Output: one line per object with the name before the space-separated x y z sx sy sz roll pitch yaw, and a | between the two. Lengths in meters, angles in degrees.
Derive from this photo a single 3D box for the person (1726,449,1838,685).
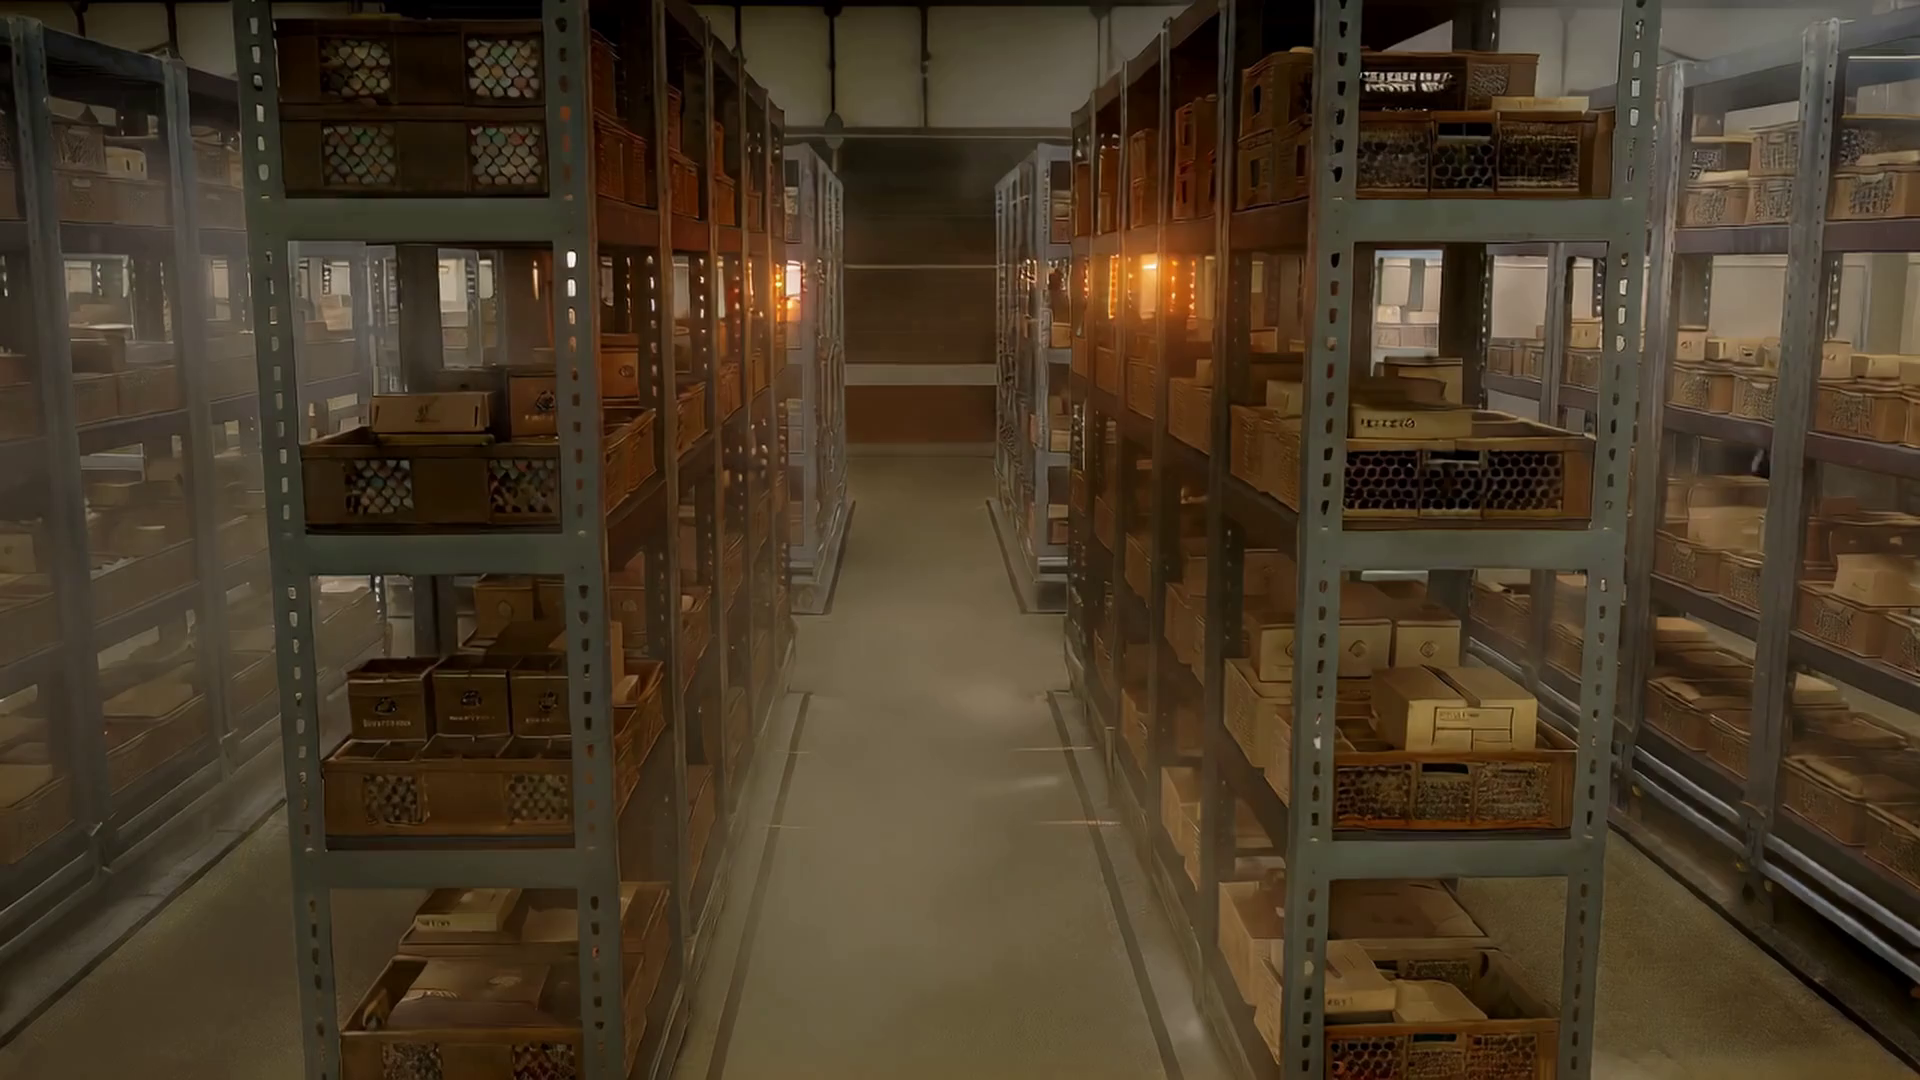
person | 5.210 -0.007 10.473 0.929 1.967 0.600 4 10 21
